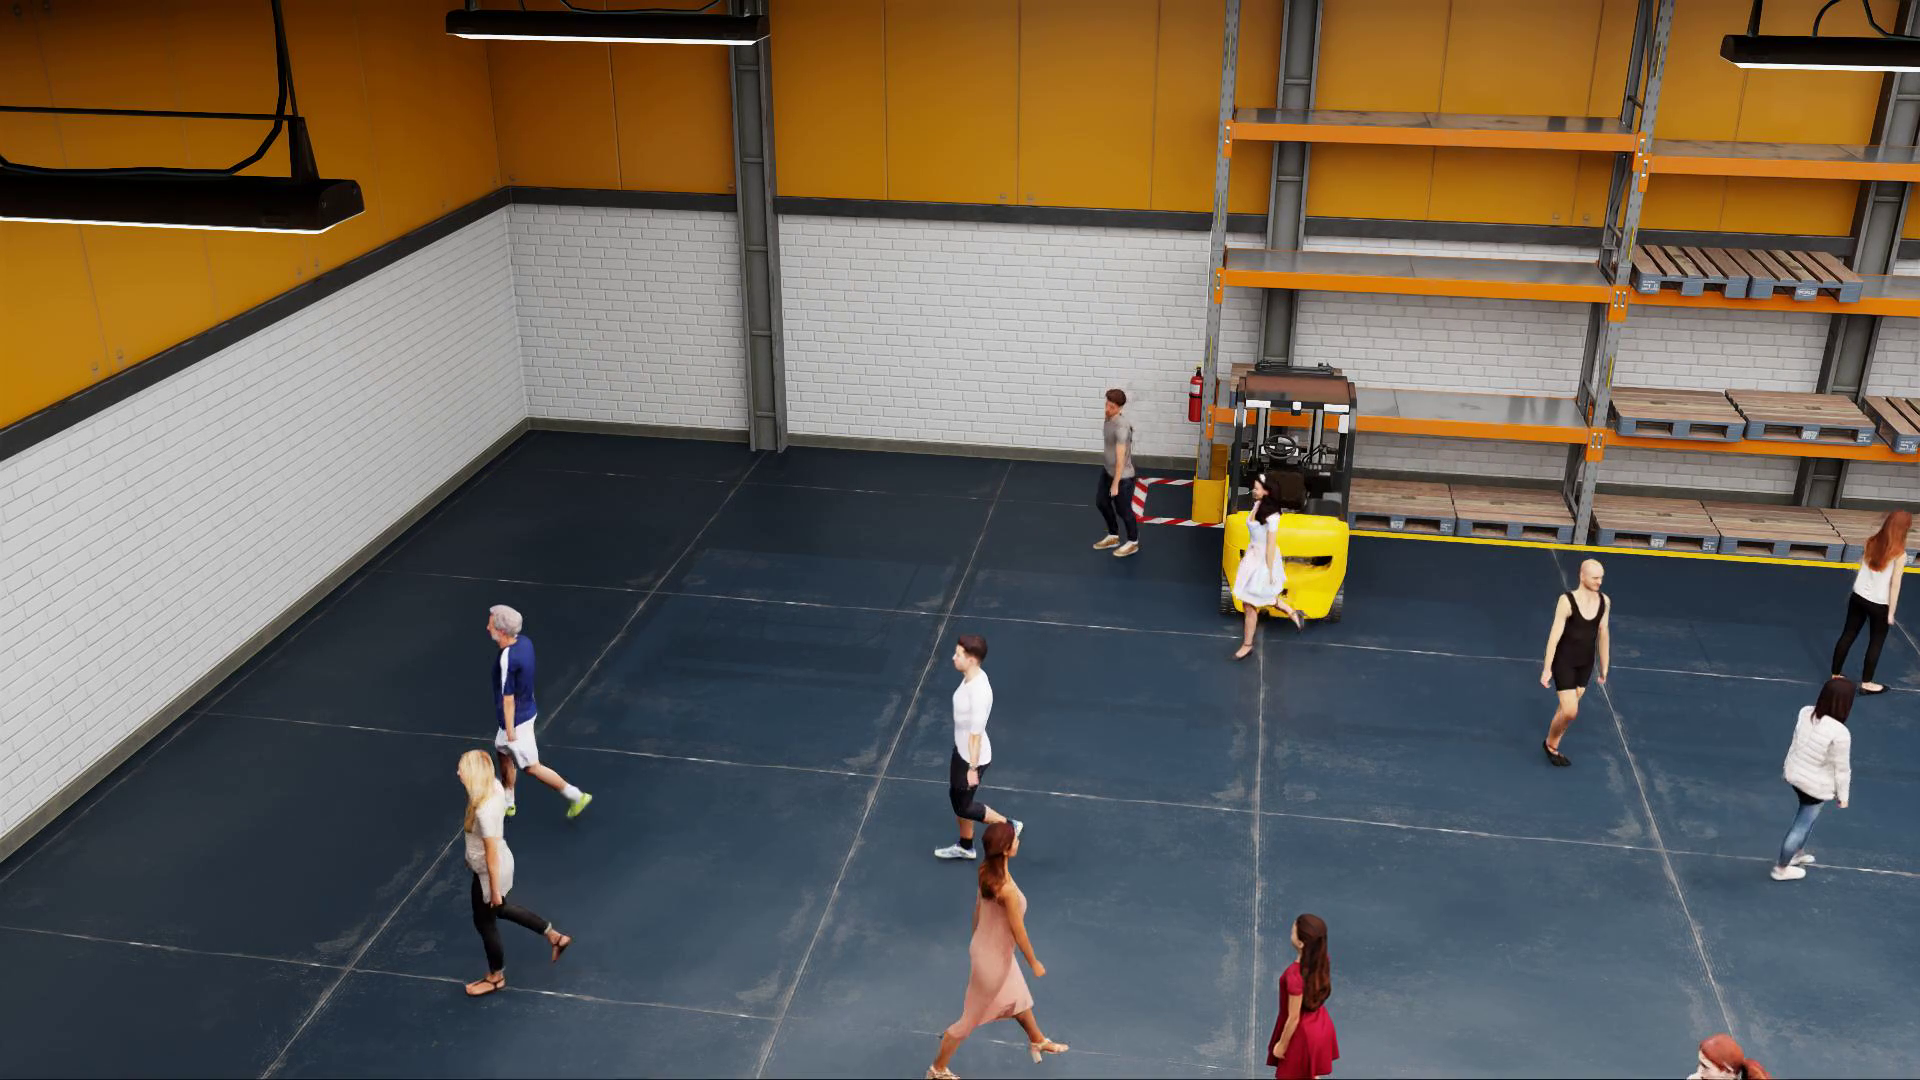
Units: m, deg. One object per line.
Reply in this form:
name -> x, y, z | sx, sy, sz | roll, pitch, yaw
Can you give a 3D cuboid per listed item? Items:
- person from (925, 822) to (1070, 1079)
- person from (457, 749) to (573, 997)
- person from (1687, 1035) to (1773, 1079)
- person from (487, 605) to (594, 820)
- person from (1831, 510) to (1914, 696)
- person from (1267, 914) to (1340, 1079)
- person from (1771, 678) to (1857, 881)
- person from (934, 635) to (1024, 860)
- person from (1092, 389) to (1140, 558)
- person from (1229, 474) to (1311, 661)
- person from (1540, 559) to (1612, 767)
person -> 0.103, 2.513, 9.817 | 1.212, 1.776, 0.888 | -5, 24, -12
person -> -2.898, 2.119, 10.677 | 1.018, 1.809, 0.804 | -4, 24, -10
person -> 3.799, 3.206, 8.264 | 0.776, 1.749, 0.839 | 19, 30, 36
person -> -3.236, 1.333, 12.471 | 1.196, 1.812, 0.782 | 0, 24, -1
person -> 7.874, 0.538, 14.409 | 0.770, 1.716, 0.711 | -11, 26, -24
person -> 1.955, 2.788, 9.466 | 0.728, 1.553, 0.668 | 20, 31, 38
person -> 6.000, 1.715, 11.831 | 0.781, 1.624, 0.752 | -5, 24, -12
person -> 0.156, 1.532, 11.988 | 0.981, 1.833, 0.843 | -3, 24, -8
person -> 1.677, -0.695, 17.055 | 0.880, 1.855, 0.823 | -4, 24, -9
person -> 2.795, 0.254, 14.959 | 1.106, 1.795, 0.873 | -5, 24, -11
person -> 4.860, 0.954, 13.342 | 0.745, 1.808, 0.853 | -9, 25, -20
